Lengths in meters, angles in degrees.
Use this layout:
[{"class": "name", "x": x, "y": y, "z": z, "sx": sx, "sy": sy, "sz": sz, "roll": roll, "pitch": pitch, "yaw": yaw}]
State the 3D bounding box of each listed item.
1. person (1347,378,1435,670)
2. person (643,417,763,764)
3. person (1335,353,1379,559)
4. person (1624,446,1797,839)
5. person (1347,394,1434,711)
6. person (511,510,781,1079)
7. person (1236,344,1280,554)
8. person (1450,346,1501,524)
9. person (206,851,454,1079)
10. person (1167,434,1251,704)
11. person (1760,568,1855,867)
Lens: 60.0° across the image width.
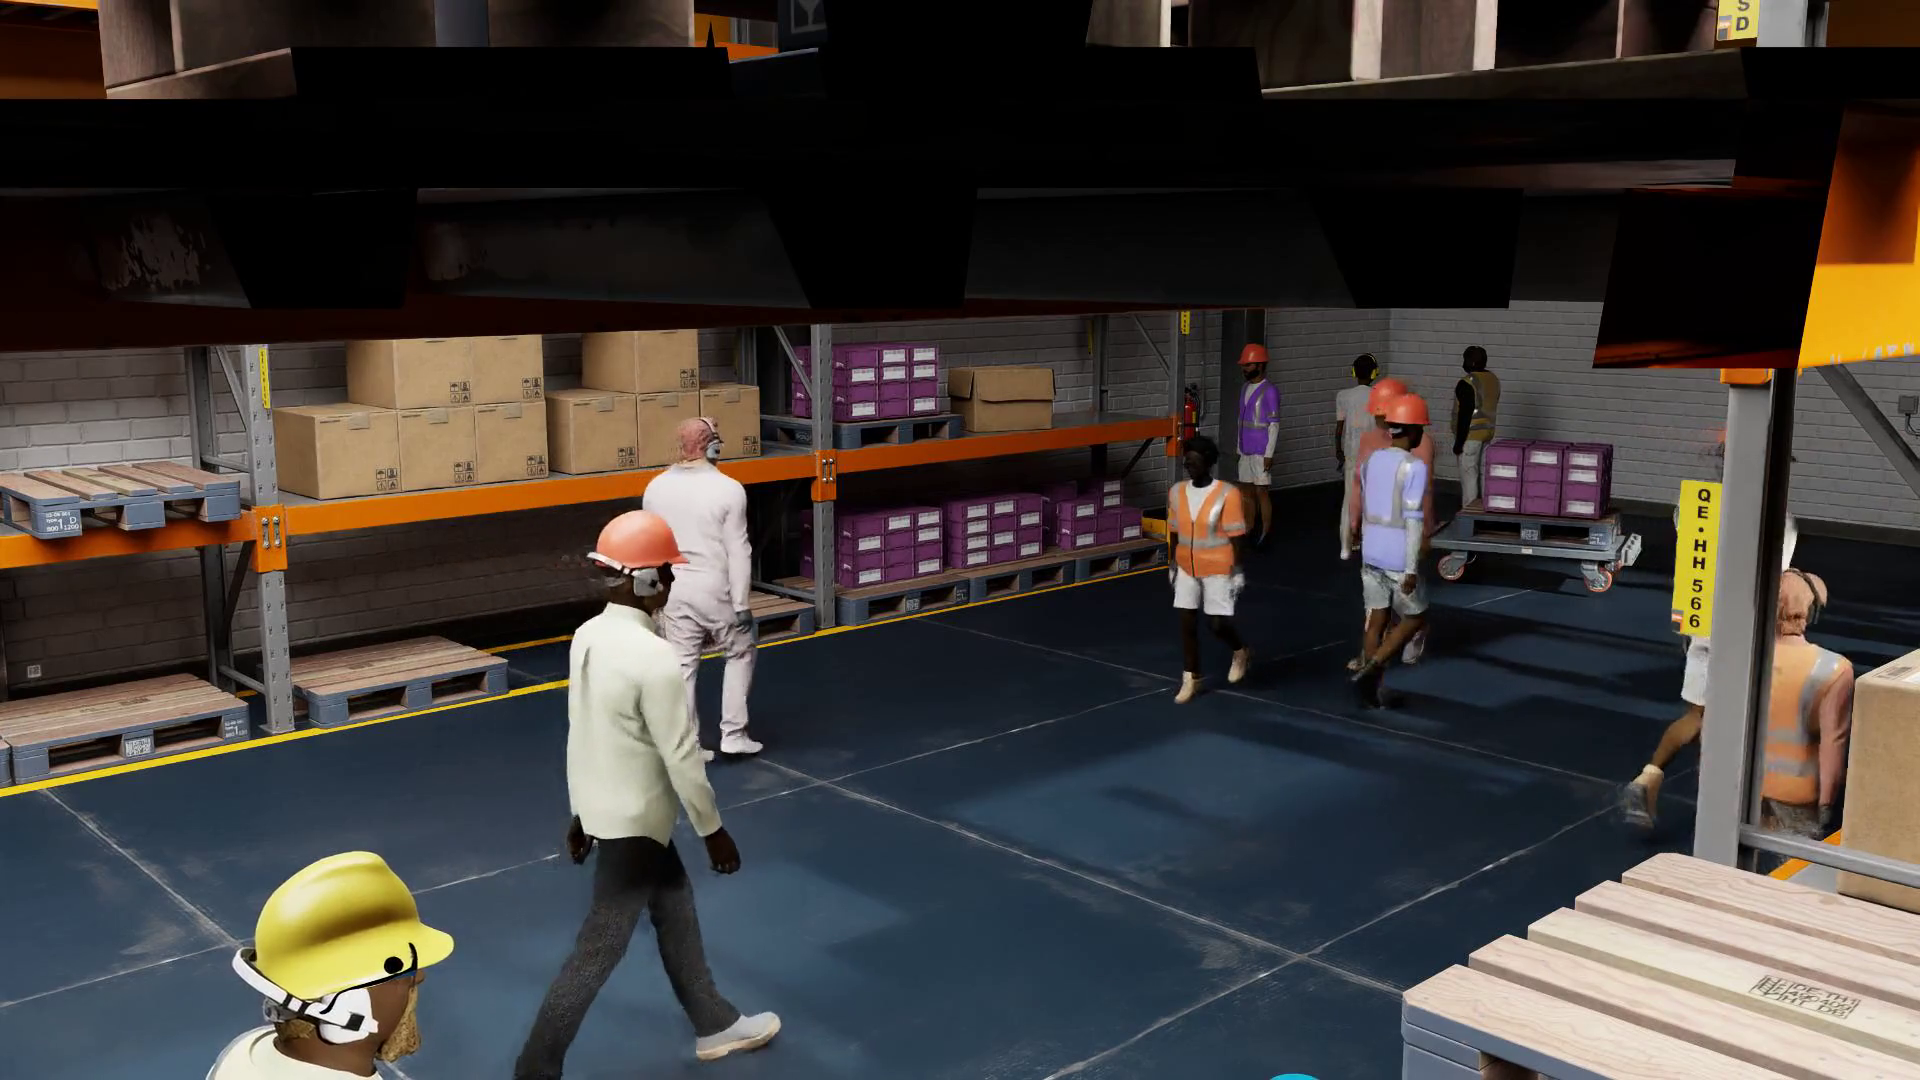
[{"class": "person", "x": 2.823, "y": -0.081, "z": 10.847, "sx": 0.561, "sy": 1.958, "sz": 0.708, "roll": -6, "pitch": 12, "yaw": -33}, {"class": "person", "x": -1.333, "y": 0.279, "z": 8.934, "sx": 0.671, "sy": 1.887, "sz": 0.659, "roll": 4, "pitch": 11, "yaw": 23}, {"class": "person", "x": 3.629, "y": -0.743, "z": 14.978, "sx": 0.510, "sy": 1.877, "sz": 0.328, "roll": 5, "pitch": 11, "yaw": 27}, {"class": "person", "x": 3.506, "y": 0.437, "z": 7.667, "sx": 0.830, "sy": 2.019, "sz": 0.622, "roll": -5, "pitch": 11, "yaw": -25}, {"class": "person", "x": 2.562, "y": 0.098, "z": 9.910, "sx": 0.549, "sy": 1.921, "sz": 0.560, "roll": -5, "pitch": 11, "yaw": -28}, {"class": "person", "x": -1.060, "y": 0.877, "z": 5.324, "sx": 1.039, "sy": 1.946, "sz": 0.627, "roll": -6, "pitch": 11, "yaw": -30}, {"class": "person", "x": 2.711, "y": -0.844, "z": 15.384, "sx": 0.362, "sy": 1.935, "sz": 0.553, "roll": -4, "pitch": 10, "yaw": -22}, {"class": "person", "x": 5.165, "y": -1.034, "z": 16.776, "sx": 0.626, "sy": 1.843, "sz": 0.430, "roll": -9, "pitch": 13, "yaw": -42}, {"class": "person", "x": -0.947, "y": 1.382, "z": 2.658, "sx": 0.404, "sy": 1.831, "sz": 0.600, "roll": -9, "pitch": 13, "yaw": -42}, {"class": "person", "x": 1.548, "y": 0.166, "z": 10.224, "sx": 0.560, "sy": 1.673, "sz": 0.540, "roll": 8, "pitch": 13, "yaw": 40}, {"class": "person", "x": 2.960, "y": 0.903, "z": 6.120, "sx": 0.800, "sy": 1.611, "sz": 0.523, "roll": -9, "pitch": 13, "yaw": -41}]
